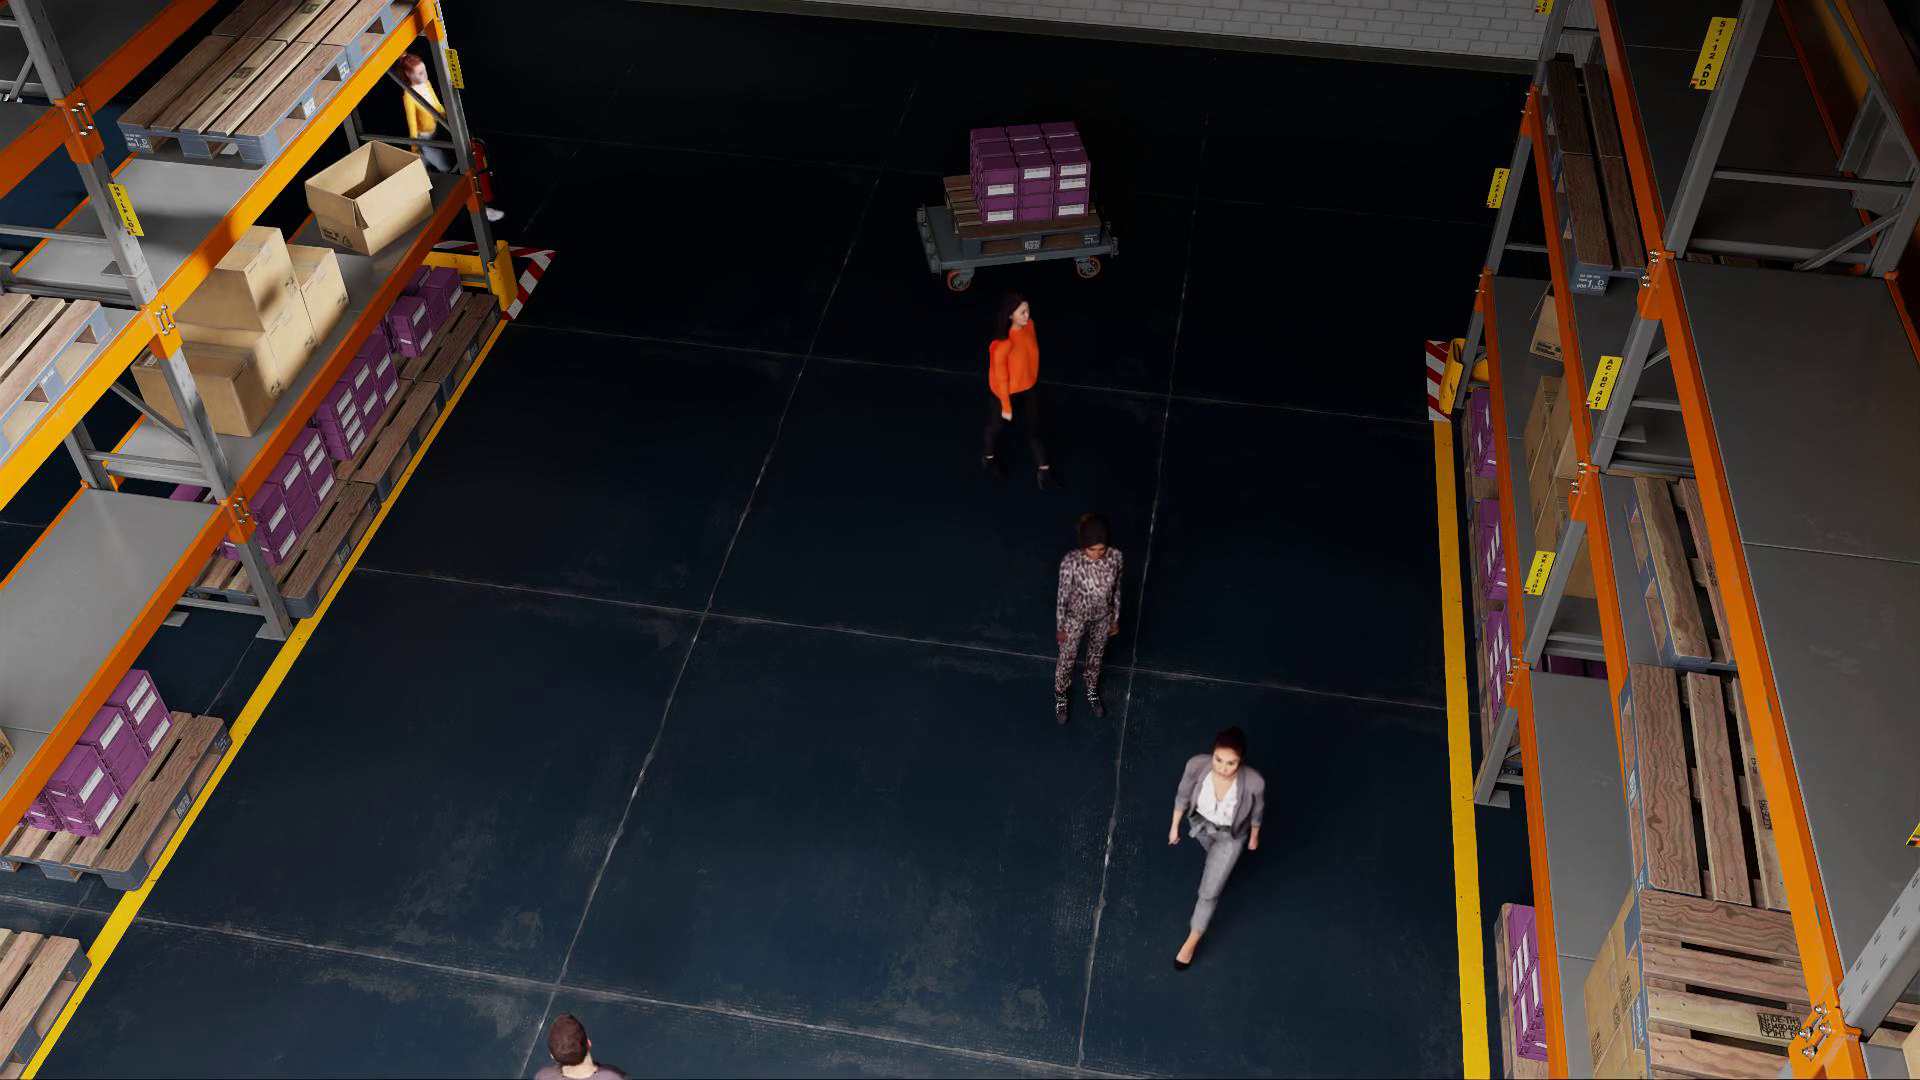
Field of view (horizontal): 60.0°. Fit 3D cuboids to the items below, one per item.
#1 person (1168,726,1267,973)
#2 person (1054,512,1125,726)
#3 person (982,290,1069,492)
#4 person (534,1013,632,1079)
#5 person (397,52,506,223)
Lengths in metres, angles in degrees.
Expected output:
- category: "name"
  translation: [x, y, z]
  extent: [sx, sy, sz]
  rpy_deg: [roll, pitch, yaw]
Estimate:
- category: "person"
  translation: [1.469, 1.585, 9.350]
  extent: [0.876, 1.622, 1.188]
  rpy_deg: [21, 47, 21]
- category: "person"
  translation: [0.801, 0.490, 10.431]
  extent: [0.647, 1.716, 0.646]
  rpy_deg: [-8, 44, -9]
- category: "person"
  translation: [0.307, -1.110, 12.106]
  extent: [0.967, 1.723, 1.001]
  rpy_deg: [30, 51, 27]
- category: "person"
  translation: [-1.697, 2.903, 7.807]
  extent: [0.696, 1.841, 0.719]
  rpy_deg: [4, 44, 4]
- category: "person"
  translation: [-4.747, -3.454, 14.593]
  extent: [0.874, 1.686, 1.152]
  rpy_deg: [0, 44, 0]
